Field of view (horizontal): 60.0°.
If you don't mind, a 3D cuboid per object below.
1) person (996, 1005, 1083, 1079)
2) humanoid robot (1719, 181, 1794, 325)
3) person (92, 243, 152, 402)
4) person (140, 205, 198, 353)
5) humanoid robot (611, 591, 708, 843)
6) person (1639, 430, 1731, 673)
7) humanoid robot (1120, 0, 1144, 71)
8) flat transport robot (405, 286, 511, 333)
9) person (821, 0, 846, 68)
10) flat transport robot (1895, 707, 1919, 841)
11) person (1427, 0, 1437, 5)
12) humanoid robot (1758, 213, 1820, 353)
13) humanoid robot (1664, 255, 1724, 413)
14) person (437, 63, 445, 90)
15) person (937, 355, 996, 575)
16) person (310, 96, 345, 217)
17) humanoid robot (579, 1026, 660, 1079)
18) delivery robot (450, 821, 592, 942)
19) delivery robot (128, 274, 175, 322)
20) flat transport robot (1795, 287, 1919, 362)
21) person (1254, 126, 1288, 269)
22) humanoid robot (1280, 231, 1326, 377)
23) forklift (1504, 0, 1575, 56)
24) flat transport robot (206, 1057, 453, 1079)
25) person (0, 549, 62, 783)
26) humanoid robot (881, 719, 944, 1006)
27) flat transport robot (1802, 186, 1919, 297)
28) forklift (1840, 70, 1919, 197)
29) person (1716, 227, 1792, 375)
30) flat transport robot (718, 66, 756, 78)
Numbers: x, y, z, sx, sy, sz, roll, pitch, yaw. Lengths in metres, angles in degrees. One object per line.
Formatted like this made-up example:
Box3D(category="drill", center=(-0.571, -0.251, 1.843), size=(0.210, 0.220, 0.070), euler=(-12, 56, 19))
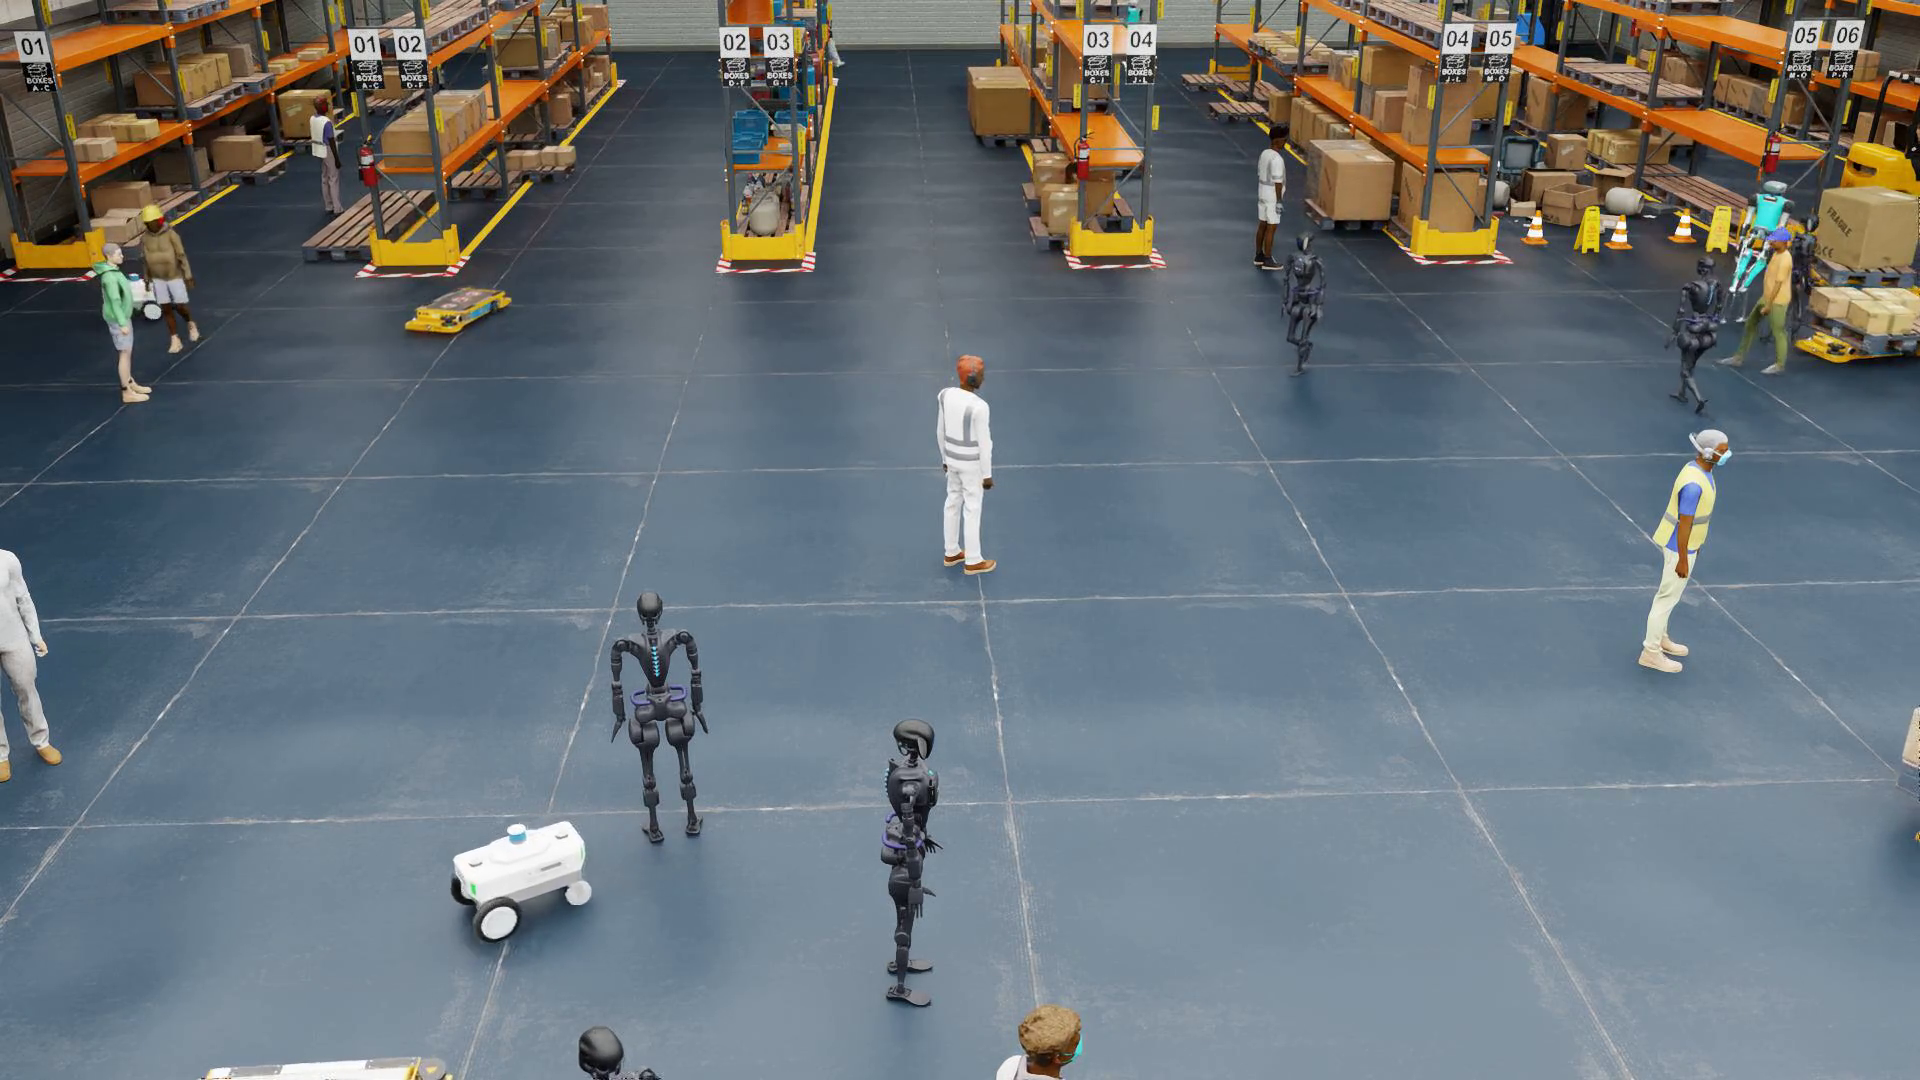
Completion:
Box3D(category="person", center=(0.323, 2.622, 6.558), size=(0.377, 1.916, 0.497), euler=(-15, 28, -30))
Box3D(category="humanoid robot", center=(9.772, -3.481, 20.510), size=(0.563, 1.790, 0.798), euler=(19, 30, 37))
Box3D(category="person", center=(-9.062, -2.352, 17.963), size=(0.315, 1.734, 0.478), euler=(-8, 25, -18))
Box3D(category="person", center=(-9.338, -3.094, 19.607), size=(0.577, 1.744, 0.453), euler=(-1, 24, -3))
Box3D(category="humanoid robot", center=(-1.867, 1.083, 10.290), size=(0.599, 1.657, 0.315), euler=(-6, 25, -14))
Box3D(category="person", center=(5.367, 0.061, 12.360), size=(0.406, 1.885, 0.516), euler=(14, 27, 28))
Box3D(category="humanoid robot", center=(3.870, -11.925, 39.483), size=(0.539, 1.767, 0.937), euler=(-15, 28, -30))
Box3D(category="flat transport robot", center=(-6.330, -2.915, 21.023), size=(0.659, 0.231, 1.431), euler=(6, 25, 14))
Box3D(category="person", center=(-3.272, -12.389, 40.425), size=(1.055, 1.797, 0.456), euler=(20, 31, 37))
Box3D(category="flat transport robot", center=(6.755, 1.763, 10.512), size=(1.431, 0.231, 0.659), euler=(-15, 28, -31))
Box3D(category="person", center=(11.757, -13.018, 41.843), size=(0.395, 1.800, 0.589), euler=(-13, 27, -27))
Box3D(category="humanoid robot", center=(9.845, -3.037, 19.598), size=(0.604, 1.639, 0.543), euler=(-18, 29, -34))
Box3D(category="humanoid robot", center=(7.895, -2.196, 17.717), size=(0.599, 1.642, 0.699), euler=(-7, 25, -14))
Box3D(category="person", center=(-11.080, -9.870, 34.910), size=(0.538, 1.676, 0.557), euler=(-2, 24, -4))
Box3D(category="person", center=(0.054, -0.632, 13.904), size=(0.347, 1.884, 0.576), euler=(-20, 31, -37))
Box3D(category="person", center=(-9.878, -5.984, 25.975), size=(0.569, 1.849, 0.385), euler=(21, 31, 38))
Box3D(category="humanoid robot", center=(-1.359, 2.701, 6.695), size=(0.570, 1.640, 0.589), euler=(21, 31, 39))
Box3D(category="delivery robot", center=(-2.585, 1.957, 9.743), size=(0.812, 0.611, 0.499), euler=(-15, 28, -30))
Box3D(category="delivery robot", center=(-10.353, -3.059, 20.999), size=(0.789, 0.598, 0.499), euler=(-2, 24, -4))
Box3D(category="flat transport robot", center=(10.751, -2.322, 19.689), size=(1.431, 0.231, 0.659), euler=(-5, 25, -12))
Box3D(category="person", center=(4.327, -4.751, 23.062), size=(0.361, 1.964, 0.612), euler=(-6, 25, -13))
Box3D(category="humanoid robot", center=(3.946, -2.686, 18.798), size=(0.555, 1.641, 0.605), euler=(-21, 32, -39))
Box3D(category="forklift", center=(14.700, -13.805, 42.301), size=(1.873, 2.768, 1.129), euler=(-1, 24, -2))
Box3D(category="flat transport robot", center=(-3.257, 2.849, 8.070), size=(1.431, 0.231, 0.659), euler=(-2, 24, -4))
Box3D(category="person", center=(-6.366, 0.672, 10.965), size=(0.562, 1.896, 0.353), euler=(-20, 31, -37))
Box3D(category="humanoid robot", center=(-0.257, 1.690, 8.926), size=(0.315, 1.657, 0.599), euler=(2, 24, 4))
Box3D(category="flat transport robot", center=(11.967, -3.439, 22.201), size=(1.431, 0.231, 0.659), euler=(4, 24, 8))
Box3D(category="forklift", center=(15.132, -6.143, 25.915), size=(2.313, 2.155, 1.214), euler=(-1, 24, -2))
Box3D(category="person", center=(9.066, -2.690, 18.766), size=(0.837, 1.679, 0.479), euler=(4, 24, 9))
Box3D(category="flat transport robot", center=(-4.981, -11.046, 39.293), size=(1.431, 0.231, 0.659), euler=(-1, 24, -2))
